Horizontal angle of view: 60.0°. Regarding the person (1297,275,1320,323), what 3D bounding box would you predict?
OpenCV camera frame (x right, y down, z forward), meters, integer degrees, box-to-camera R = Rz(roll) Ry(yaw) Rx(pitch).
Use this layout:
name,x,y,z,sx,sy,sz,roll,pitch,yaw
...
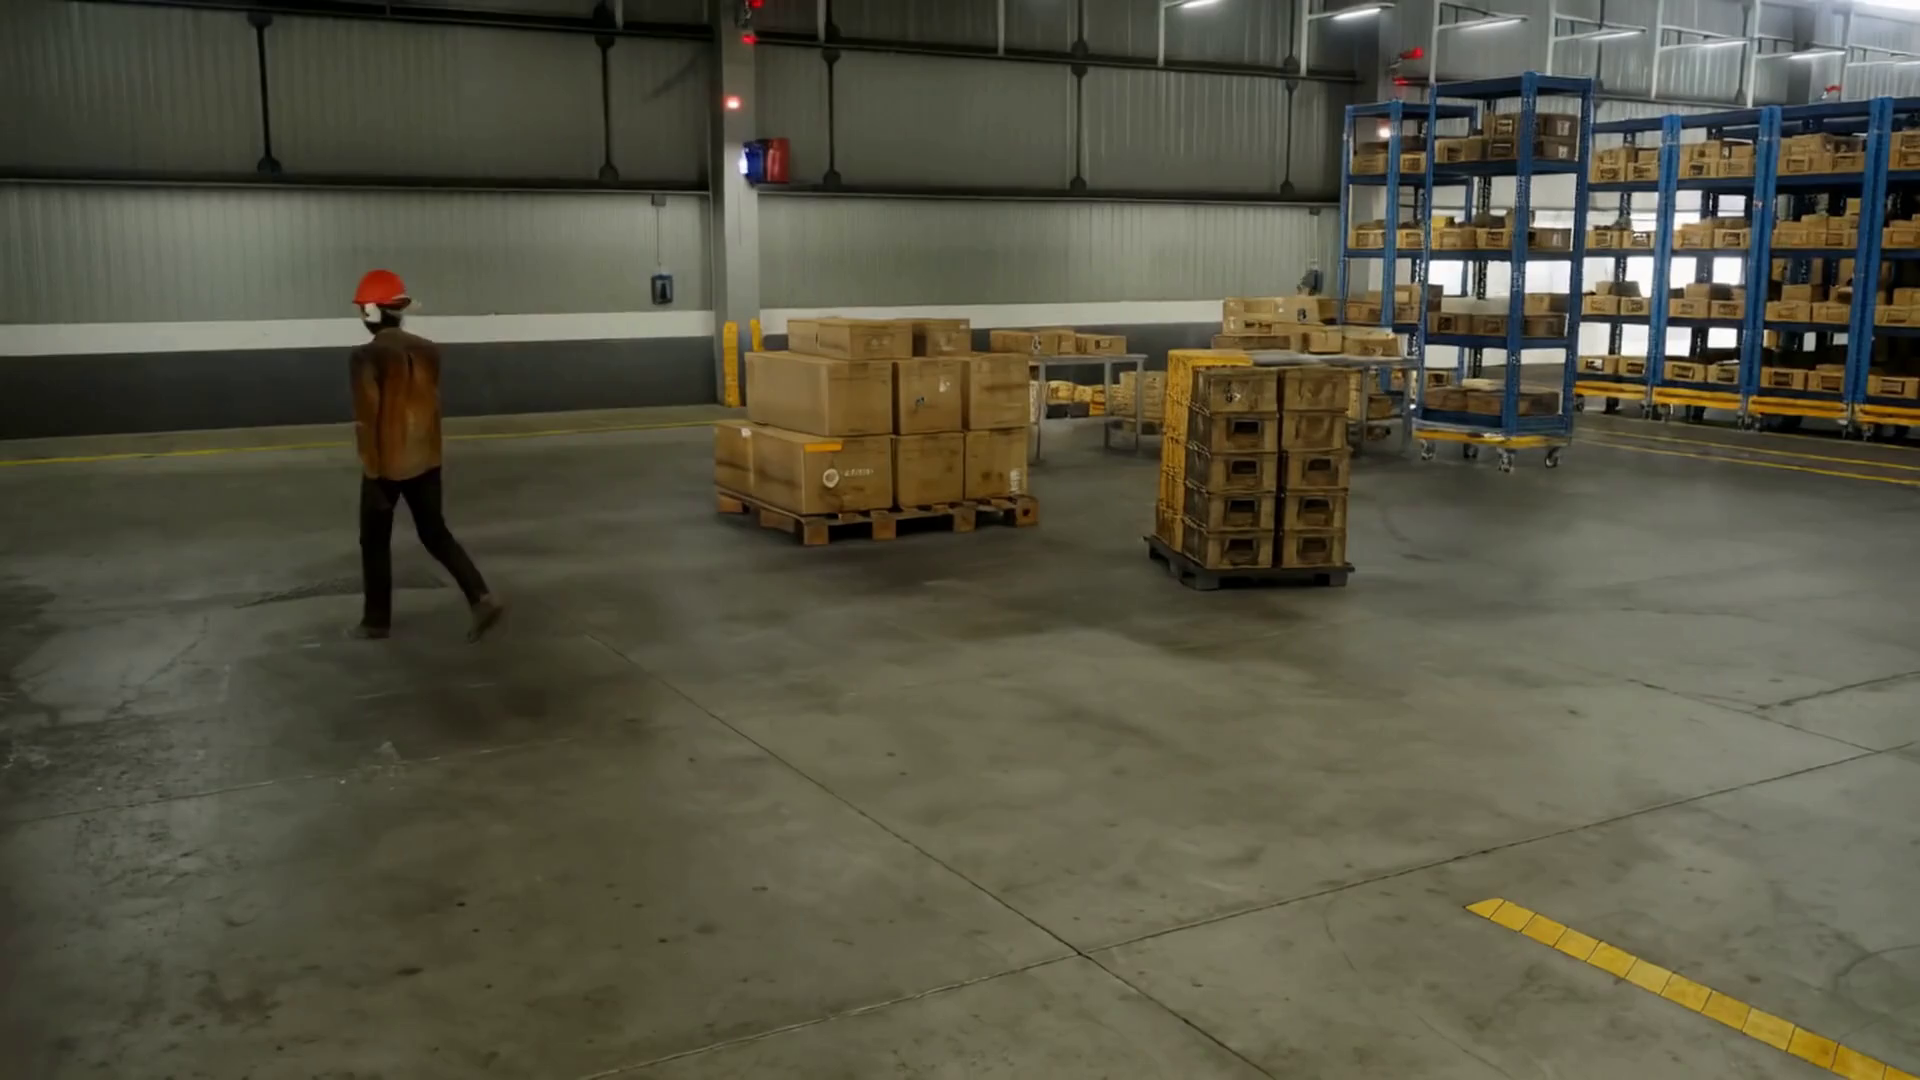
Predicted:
name,x,y,z,sx,sy,sz,roll,pitch,yaw
person,4.390,-2.545,21.392,0.875,1.716,0.573,-6,12,-30

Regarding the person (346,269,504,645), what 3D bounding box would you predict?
name,x,y,z,sx,sy,sz,roll,pitch,yaw
person,-2.809,-0.404,8.548,0.882,1.970,0.609,6,12,30
